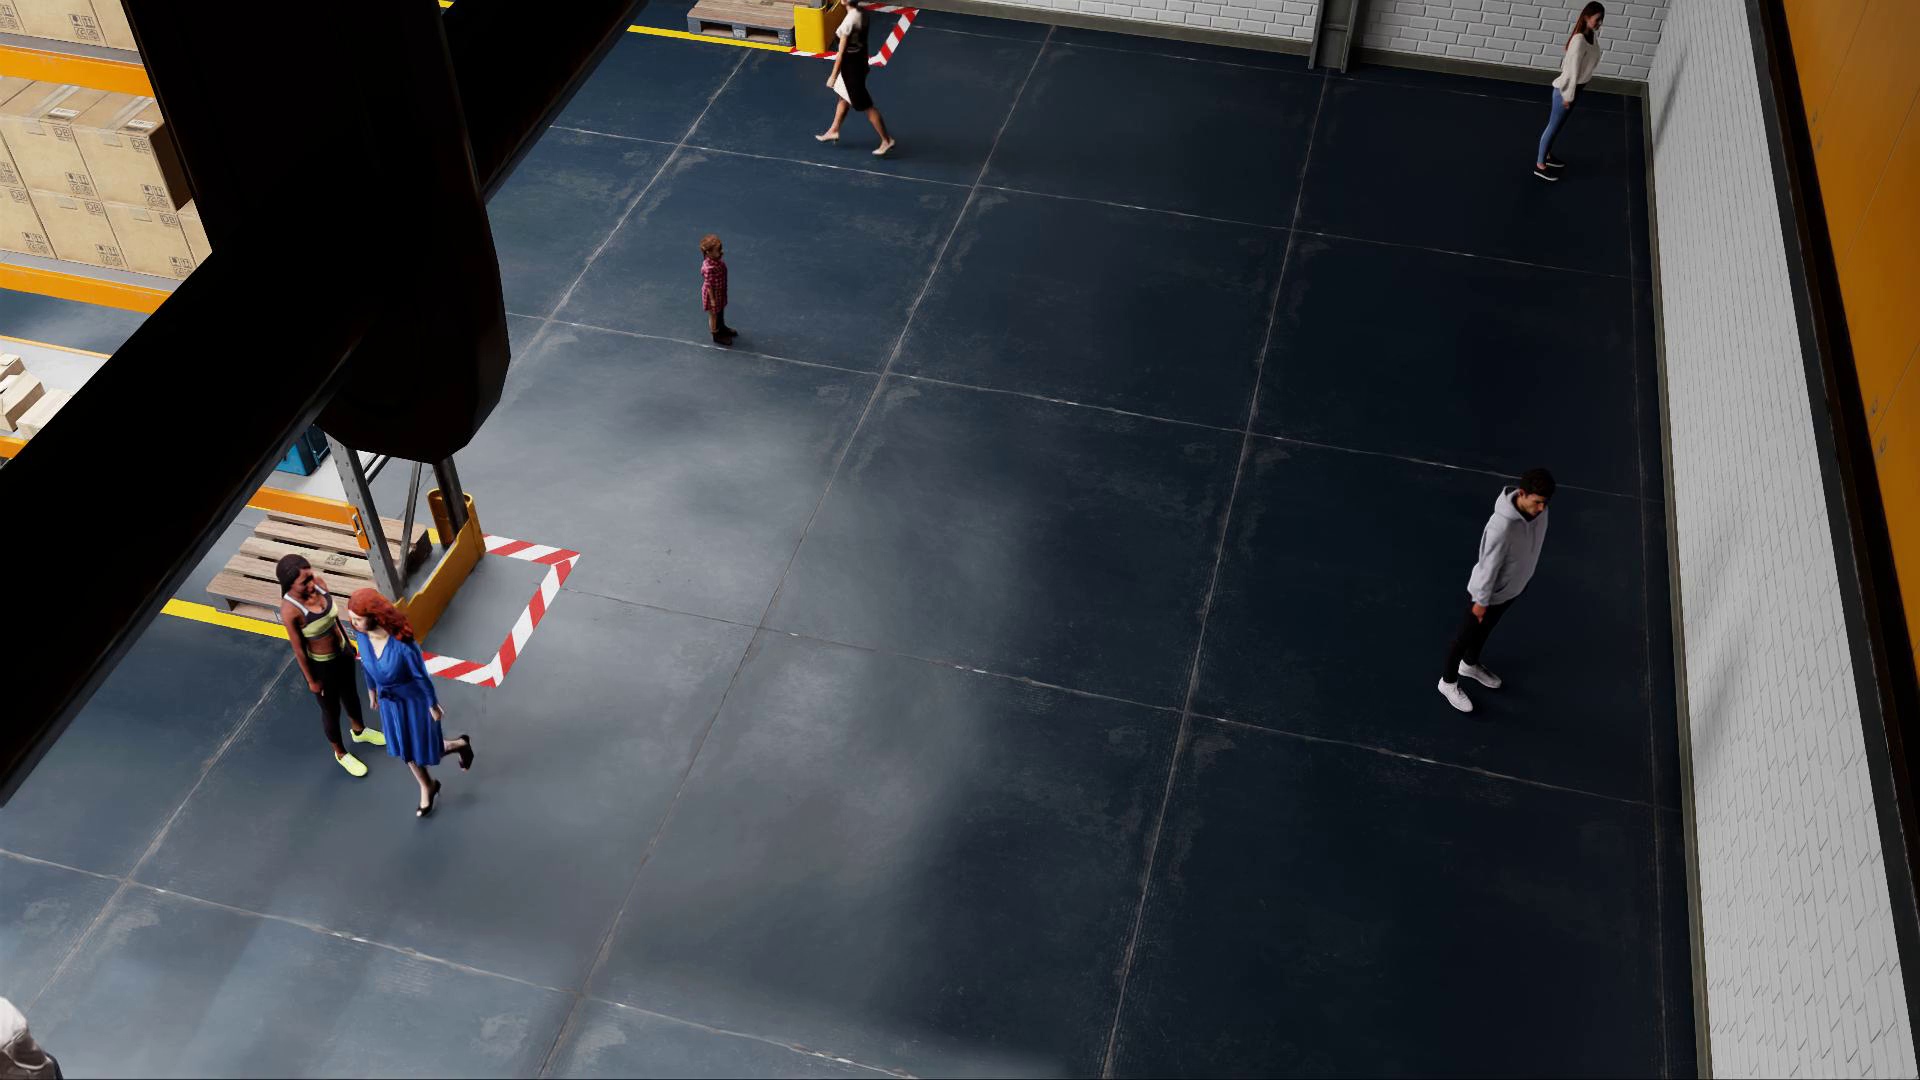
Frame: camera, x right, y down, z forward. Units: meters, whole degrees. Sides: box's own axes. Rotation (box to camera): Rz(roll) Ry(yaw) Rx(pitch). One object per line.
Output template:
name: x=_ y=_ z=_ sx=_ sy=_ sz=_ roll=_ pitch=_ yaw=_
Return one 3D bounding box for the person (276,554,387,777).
person: x=-3.902 y=0.736 z=10.231 sx=0.513 sy=1.754 sz=0.574 roll=13 pitch=45 yaw=13

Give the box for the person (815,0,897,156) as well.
person: x=-0.900 y=-4.364 z=15.617 sx=1.062 sy=1.709 sz=0.662 roll=9 pitch=44 yaw=9

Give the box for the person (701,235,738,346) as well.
person: x=-2.018 y=-2.078 z=13.715 sx=0.454 sy=1.021 sz=0.432 roll=14 pitch=45 yaw=14

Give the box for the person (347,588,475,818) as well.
person: x=-3.283 y=0.927 z=9.990 sx=0.769 sy=1.809 sz=0.771 roll=14 pitch=45 yaw=14

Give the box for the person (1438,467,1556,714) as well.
person: x=3.411 y=0.267 z=10.597 sx=0.770 sy=1.927 sz=0.787 roll=-31 pitch=52 yaw=-28

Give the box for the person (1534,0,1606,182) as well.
person: x=5.653 y=-4.190 z=15.446 sx=0.655 sy=1.693 sz=0.679 roll=24 pitch=48 yaw=23
